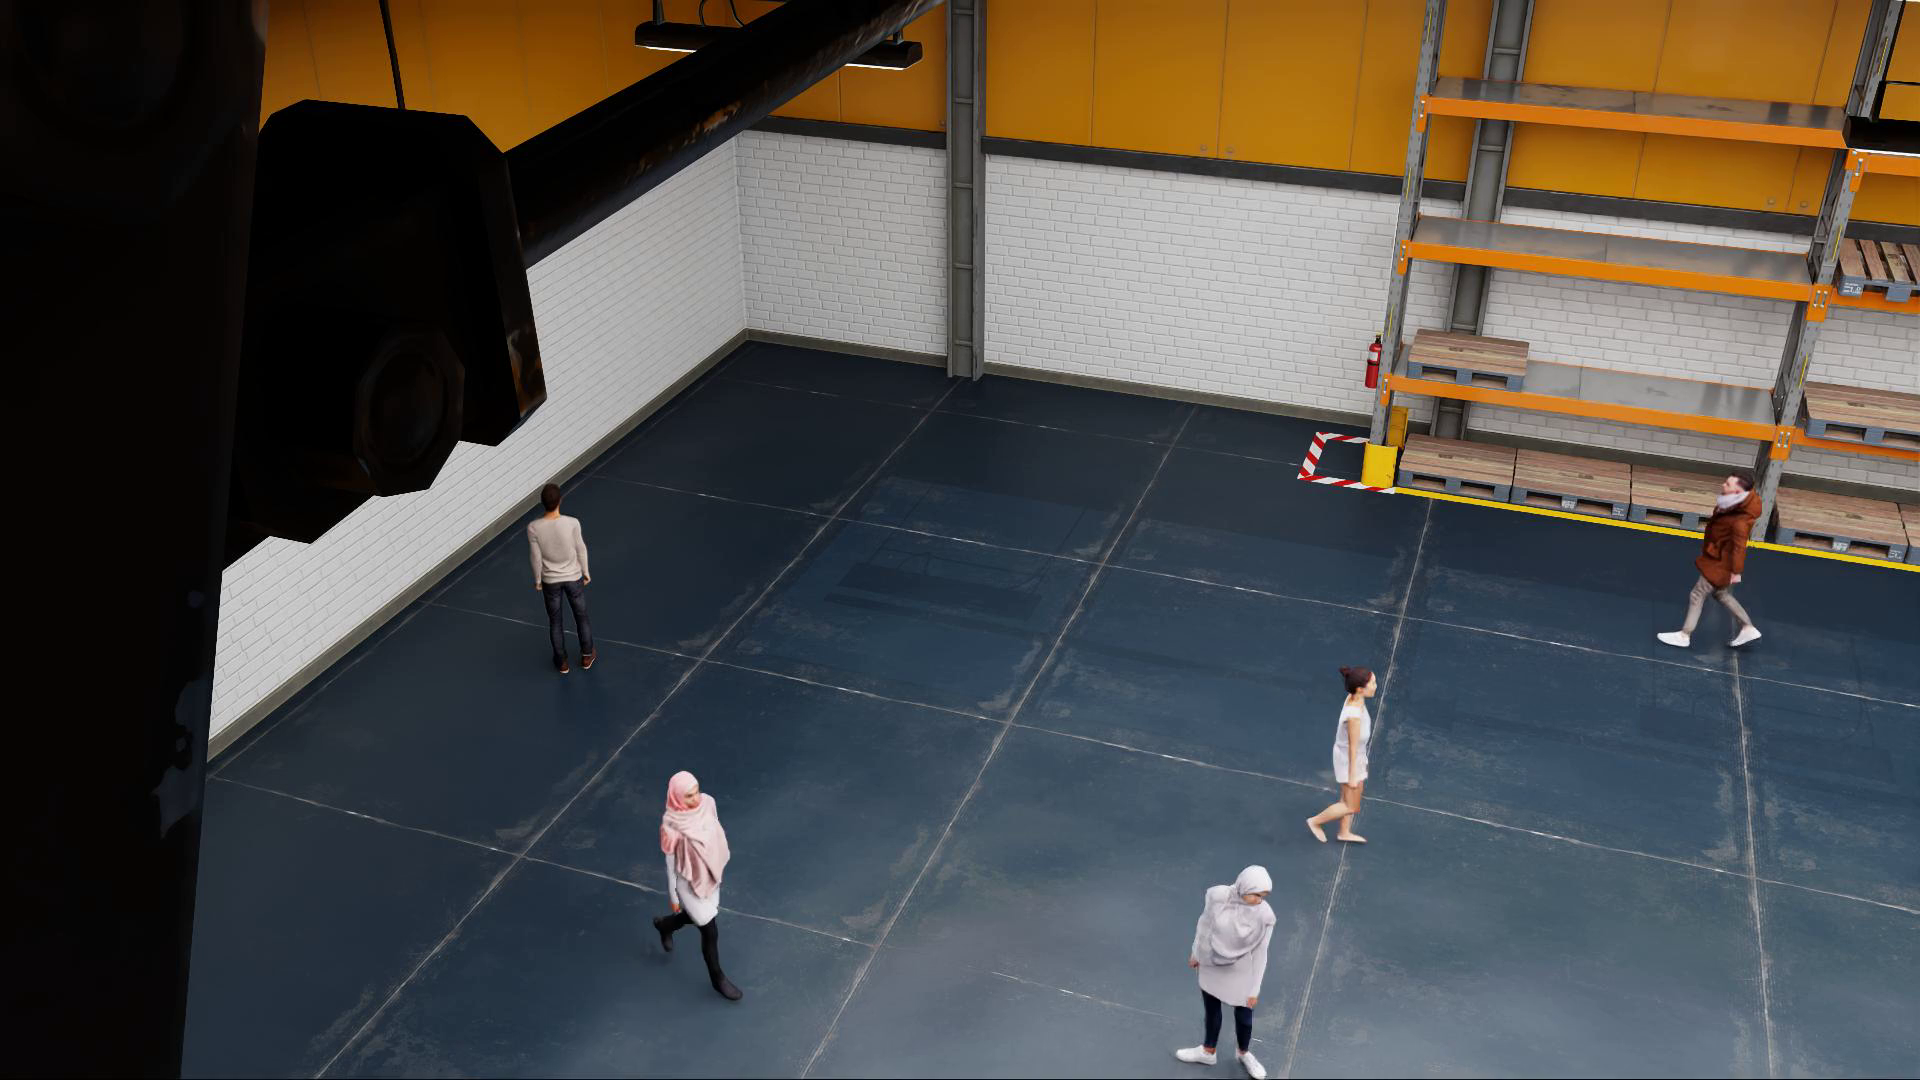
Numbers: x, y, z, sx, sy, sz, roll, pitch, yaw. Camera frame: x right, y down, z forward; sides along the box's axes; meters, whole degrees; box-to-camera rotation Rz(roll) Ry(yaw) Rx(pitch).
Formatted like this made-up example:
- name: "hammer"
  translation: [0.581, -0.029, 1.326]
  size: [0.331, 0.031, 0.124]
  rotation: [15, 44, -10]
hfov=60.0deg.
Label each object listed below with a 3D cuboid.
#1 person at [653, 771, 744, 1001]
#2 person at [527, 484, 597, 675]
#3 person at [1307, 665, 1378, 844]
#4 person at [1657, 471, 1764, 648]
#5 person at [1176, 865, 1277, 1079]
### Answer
- name: "person"
  translation: [-1.852, 2.313, 11.327]
  size: [1.133, 1.782, 0.815]
  rotation: [19, 34, 30]
- name: "person"
  translation: [-3.554, 0.342, 14.851]
  size: [0.705, 1.868, 0.802]
  rotation: [-7, 29, -13]
- name: "person"
  translation: [2.915, 1.665, 12.699]
  size: [0.726, 1.605, 0.620]
  rotation: [7, 29, 12]
- name: "person"
  translation: [7.032, 0.217, 15.142]
  size: [1.101, 1.809, 0.714]
  rotation: [11, 30, 19]
- name: "person"
  translation: [1.675, 2.707, 10.633]
  size: [0.856, 1.755, 0.627]
  rotation: [-23, 36, -36]
